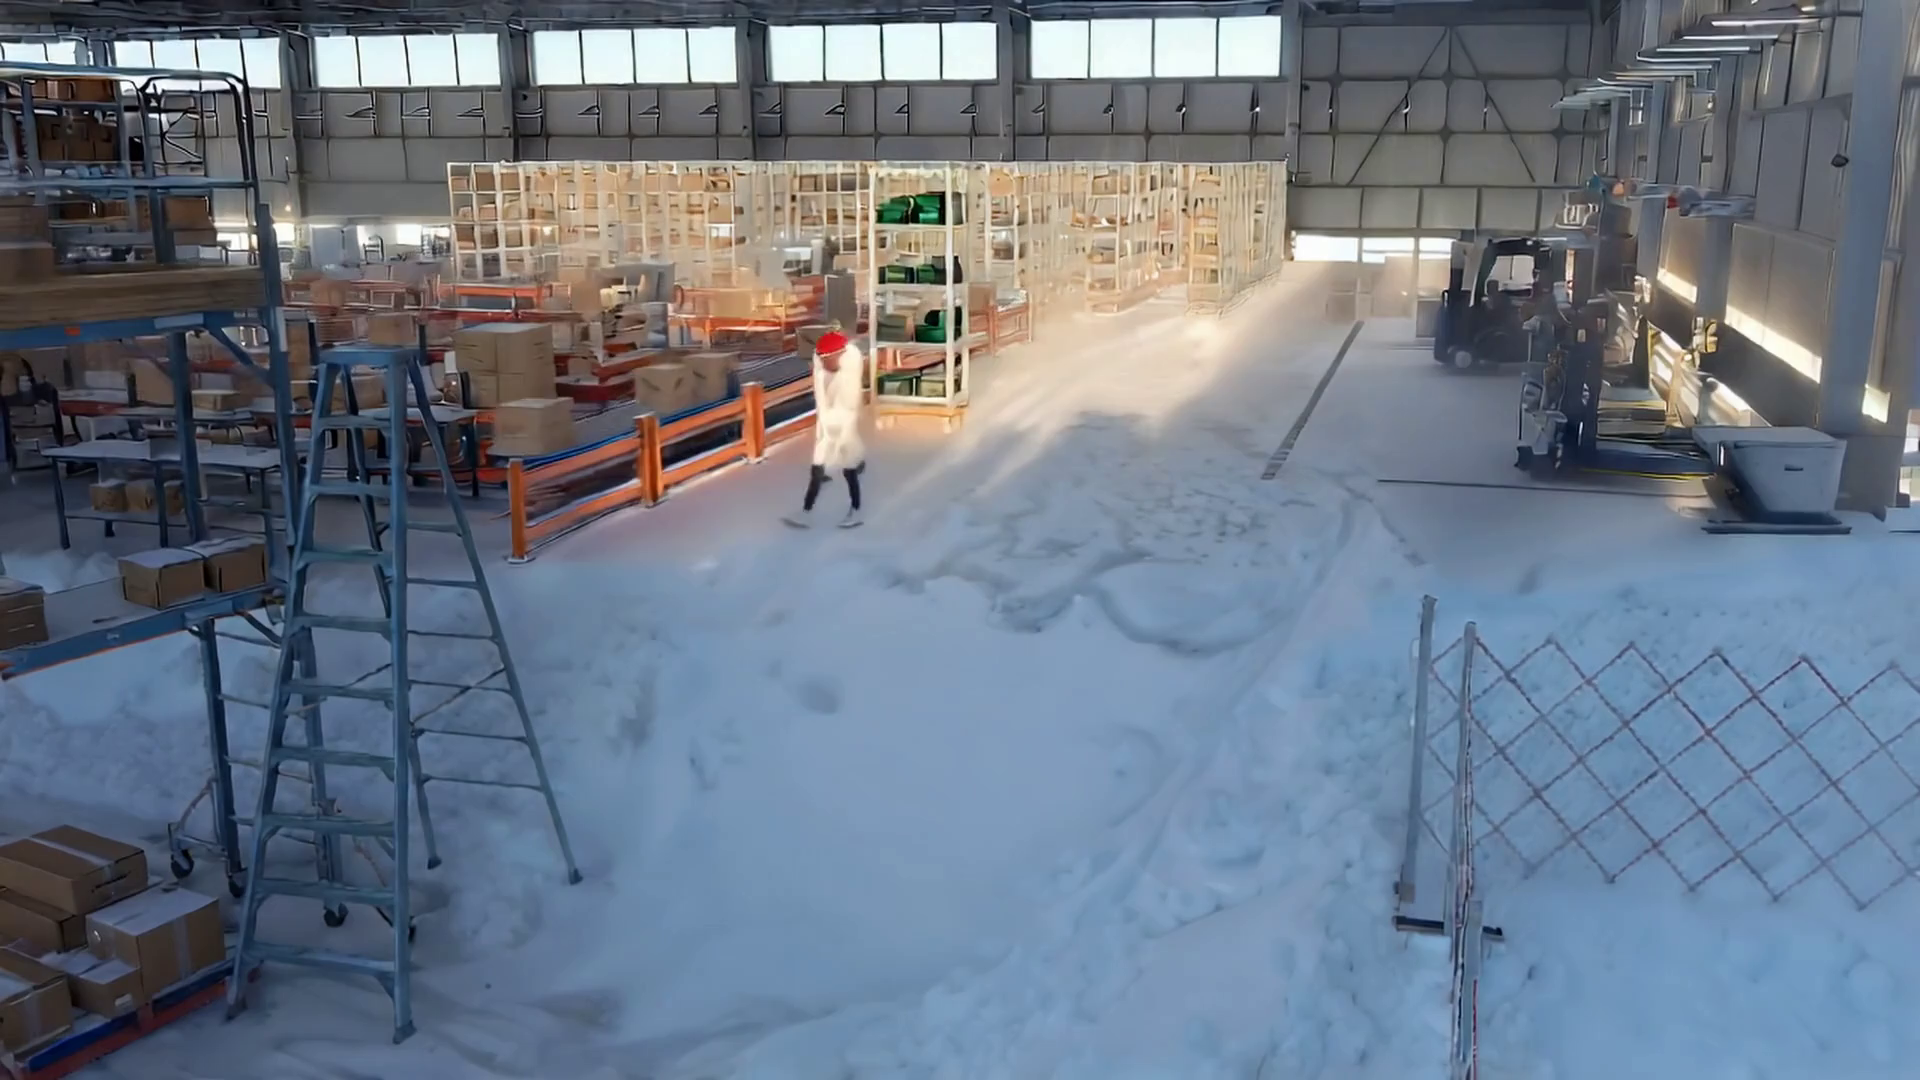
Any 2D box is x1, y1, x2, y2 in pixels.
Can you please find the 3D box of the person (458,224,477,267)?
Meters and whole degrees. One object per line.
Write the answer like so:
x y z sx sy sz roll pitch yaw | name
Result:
-14.734 -8.701 49.915 0.602 1.939 0.398 -1 13 -6 | person

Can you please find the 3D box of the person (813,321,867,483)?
-1.412 -1.642 19.548 0.653 1.886 0.762 6 15 26 | person

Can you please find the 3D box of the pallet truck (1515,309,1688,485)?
7.554 -1.677 19.446 1.885 1.965 0.823 3 13 14 | pallet truck

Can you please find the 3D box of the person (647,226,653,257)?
-9.655 -8.963 51.299 0.647 1.814 0.606 3 13 14 | person

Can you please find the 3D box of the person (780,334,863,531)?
-1.367 -1.056 16.745 0.983 2.000 0.635 -11 17 -39 | person

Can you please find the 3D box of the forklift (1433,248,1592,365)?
9.780 -4.111 29.280 2.680 1.987 1.157 3 13 14 | forklift

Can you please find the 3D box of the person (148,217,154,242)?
-24.236 -8.800 50.219 0.375 1.995 0.611 -1 13 -5 | person

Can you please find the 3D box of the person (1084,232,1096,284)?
3.854 -8.285 48.355 0.451 1.827 0.591 4 14 18 | person

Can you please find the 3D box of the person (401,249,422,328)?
-12.148 -5.513 36.558 0.784 1.733 0.553 1 13 5 | person

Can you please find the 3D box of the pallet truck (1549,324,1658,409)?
9.824 -2.669 25.407 1.601 1.201 0.680 4 14 16 | pallet truck

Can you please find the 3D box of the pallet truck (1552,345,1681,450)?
8.641 -1.896 21.908 1.630 1.274 0.653 4 14 16 | pallet truck

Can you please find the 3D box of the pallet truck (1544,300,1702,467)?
8.263 -1.952 20.631 1.885 1.965 0.823 5 14 20 | pallet truck

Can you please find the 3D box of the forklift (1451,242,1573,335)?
10.464 -4.597 31.405 2.680 1.987 1.157 4 14 16 | forklift

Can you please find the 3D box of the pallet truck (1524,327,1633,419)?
9.065 -2.460 24.370 1.522 1.261 0.704 3 13 14 | pallet truck
